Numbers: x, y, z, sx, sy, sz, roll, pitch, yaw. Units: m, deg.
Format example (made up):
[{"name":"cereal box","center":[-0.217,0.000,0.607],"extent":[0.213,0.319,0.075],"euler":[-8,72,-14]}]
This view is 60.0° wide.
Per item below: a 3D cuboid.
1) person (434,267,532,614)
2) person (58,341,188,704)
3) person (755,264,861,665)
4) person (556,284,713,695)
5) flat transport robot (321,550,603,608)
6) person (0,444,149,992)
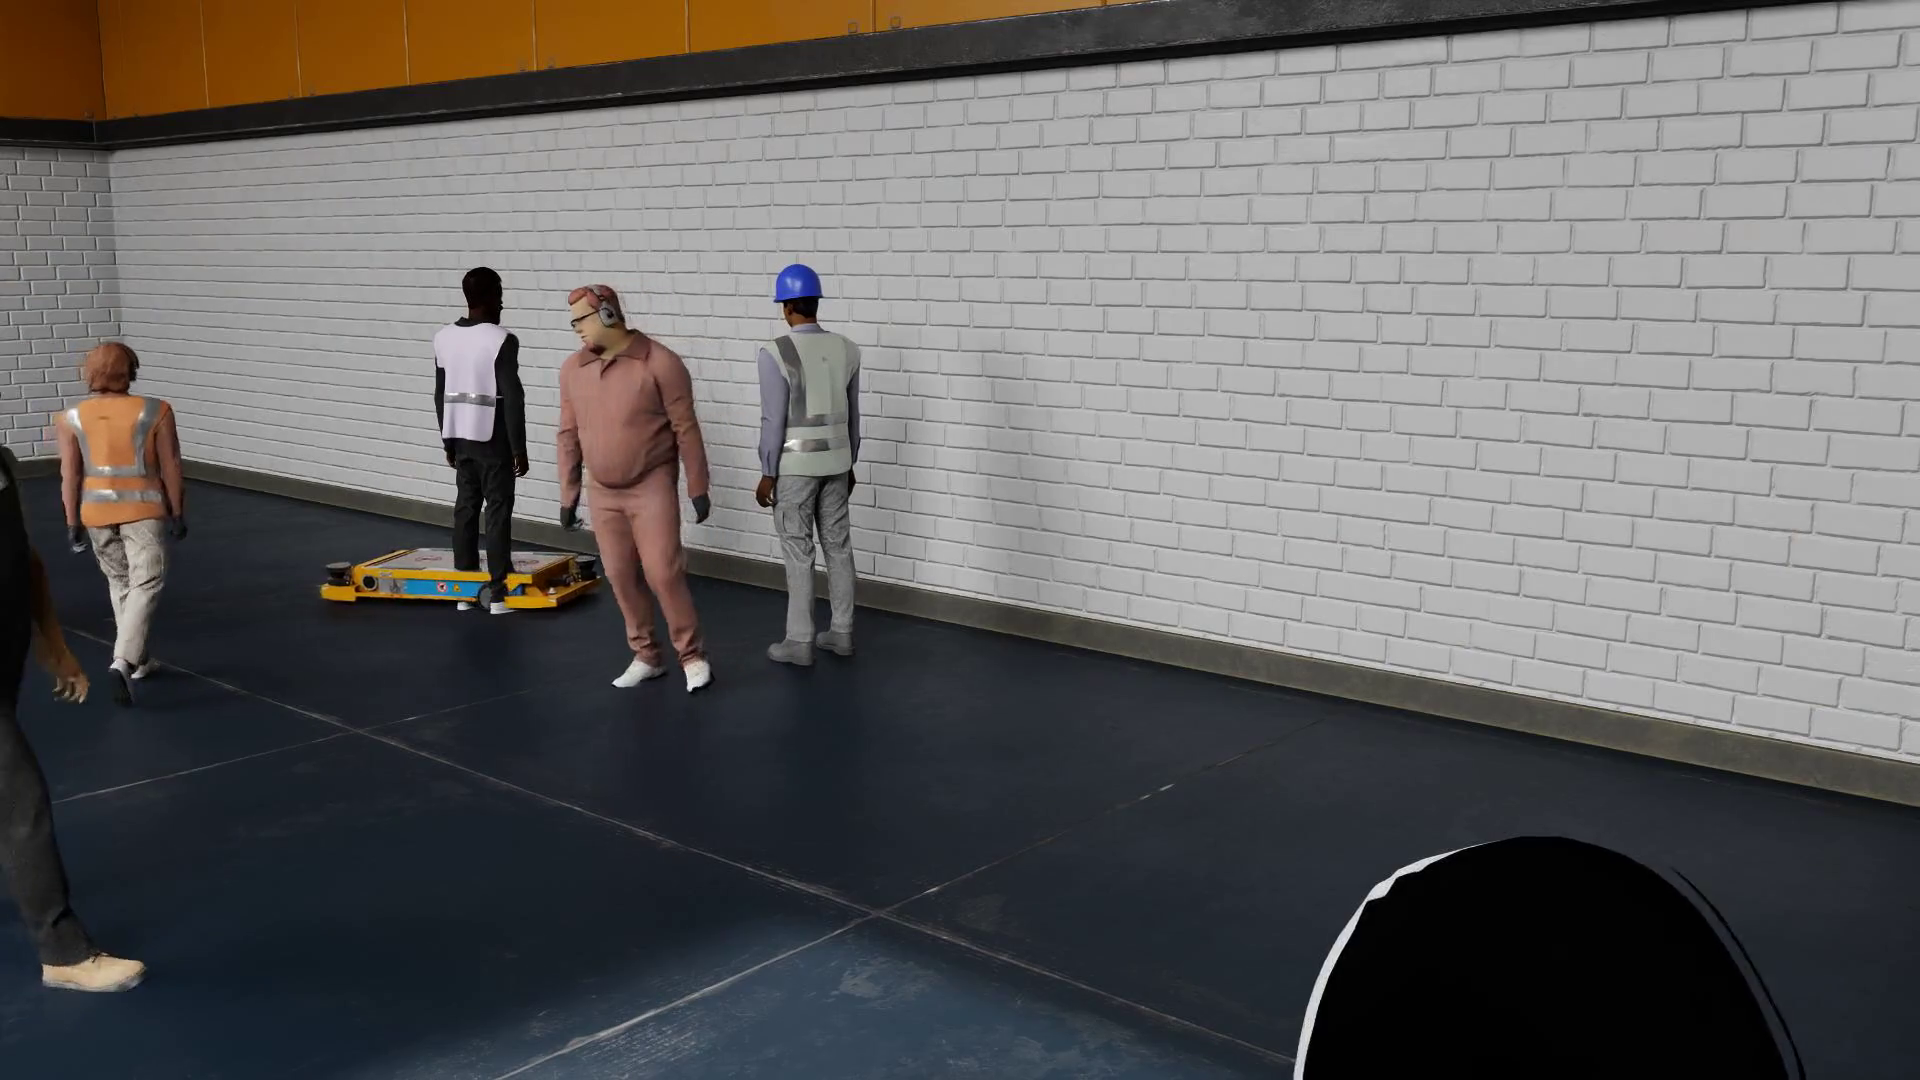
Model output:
[{"name":"person","center":[-2.654,-0.545,9.237],"extent":[0.597,1.916,0.371],"euler":[6,11,29]},{"name":"person","center":[-3.794,-0.088,7.506],"extent":[0.504,1.608,0.779],"euler":[-1,10,-5]},{"name":"person","center":[-0.748,-0.366,8.134],"extent":[0.408,1.942,0.615],"euler":[10,14,44]},{"name":"person","center":[-1.500,-0.223,7.574],"extent":[0.689,1.864,0.477],"euler":[4,11,20]},{"name":"flat transport robot","center":[-2.868,0.211,9.616],"extent":[1.431,0.197,0.652],"euler":[2,10,11]},{"name":"person","center":[-2.743,0.341,4.520],"extent":[0.926,1.815,0.524],"euler":[0,10,2]}]
